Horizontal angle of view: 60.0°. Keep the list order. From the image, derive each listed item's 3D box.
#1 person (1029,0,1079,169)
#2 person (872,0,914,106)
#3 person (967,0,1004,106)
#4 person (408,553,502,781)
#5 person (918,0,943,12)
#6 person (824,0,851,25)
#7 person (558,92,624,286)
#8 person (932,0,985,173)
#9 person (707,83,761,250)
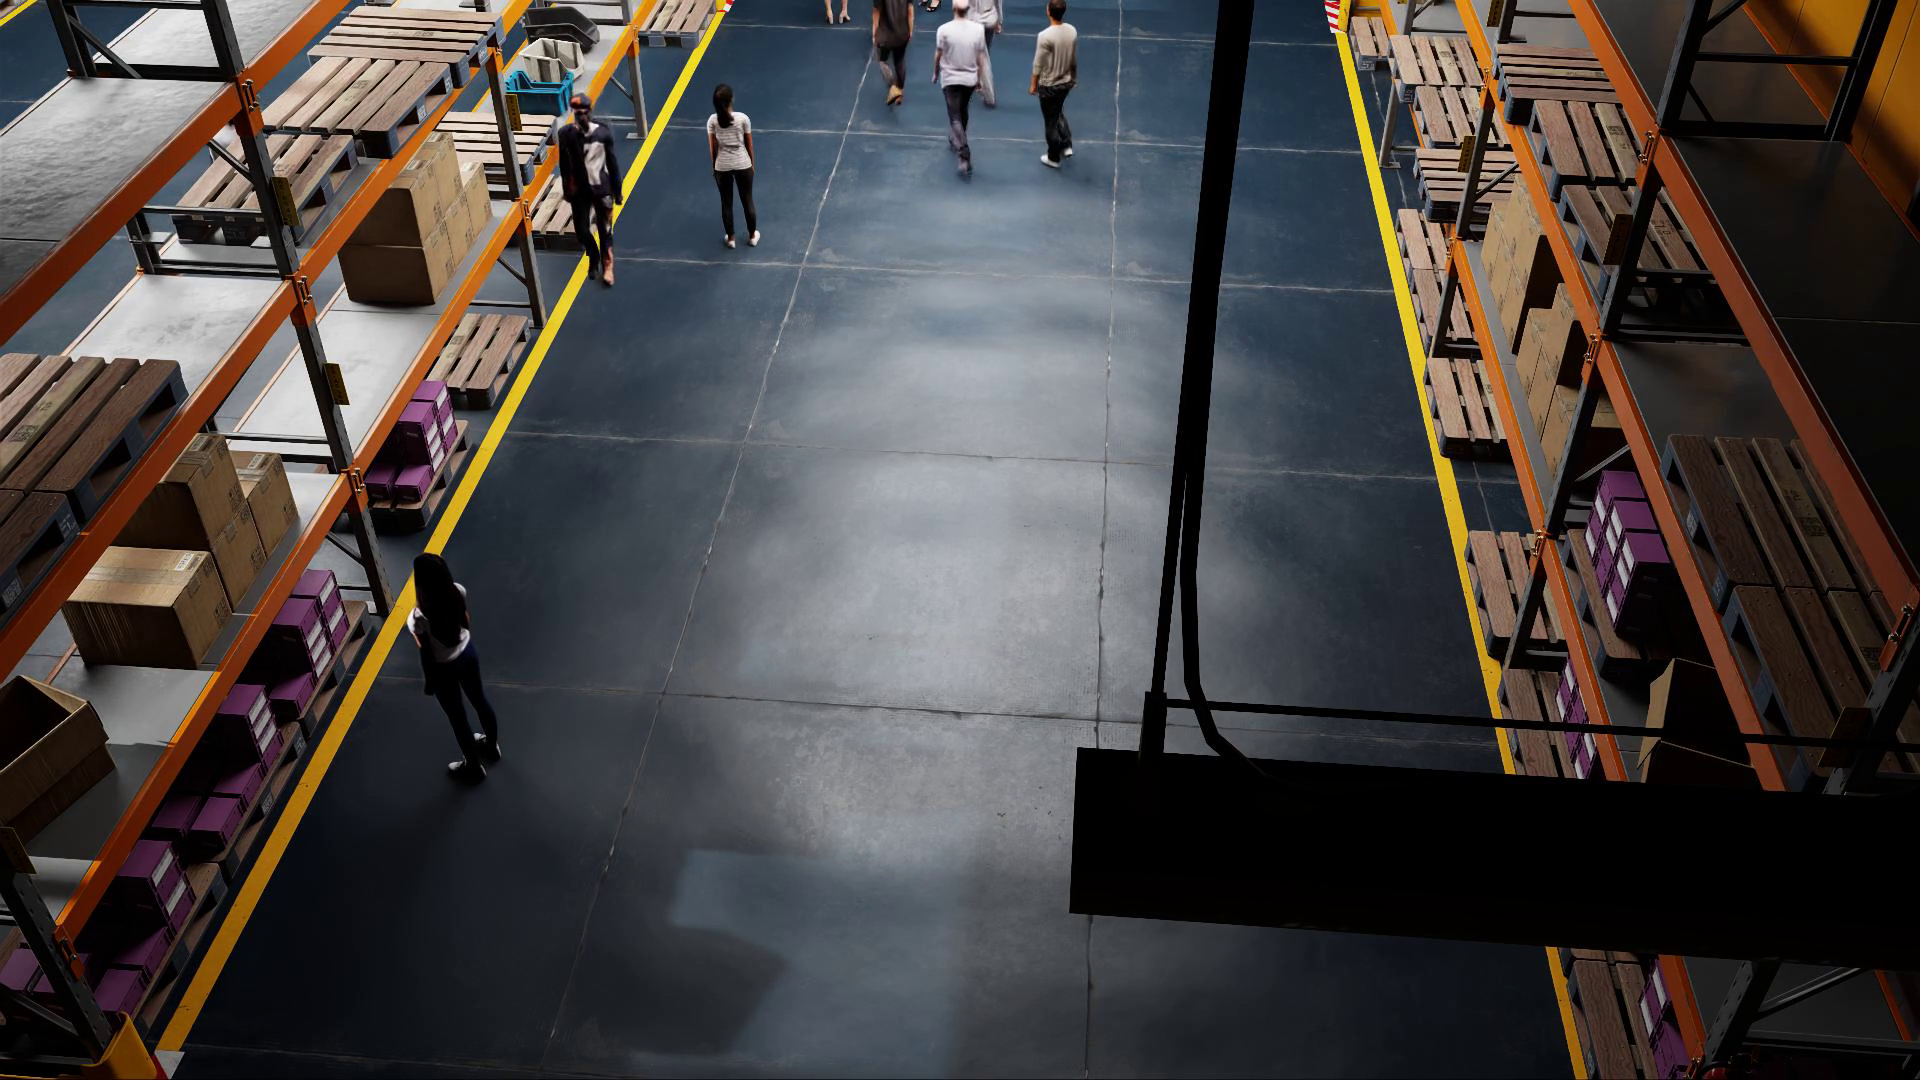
[{"bbox_3d":[1.045,-4.711,17.282,0.806,1.800,0.864,-26,46,-29],"label":"person"},{"bbox_3d":[-0.733,-5.652,18.540,0.829,1.701,0.904,-11,40,-14],"label":"person"},{"bbox_3d":[0.280,-5.717,18.597,0.925,1.732,1.180,-14,41,-17],"label":"person"},{"bbox_3d":[-3.164,0.786,10.418,0.716,1.775,0.581,18,42,21],"label":"person"},{"bbox_3d":[-0.390,-7.540,20.845,0.856,1.774,0.776,-18,42,-21],"label":"person"},{"bbox_3d":[-1.573,-7.264,20.500,0.645,1.774,0.631,4,39,5],"label":"person"},{"bbox_3d":[-3.413,-3.283,15.428,0.775,1.883,0.740,-5,39,-6],"label":"person"},{"bbox_3d":[0.006,-4.707,17.281,1.013,1.795,1.309,-12,40,-14],"label":"person"},{"bbox_3d":[-2.183,-3.595,16.010,0.602,1.643,0.566,-4,39,-6],"label":"person"}]
